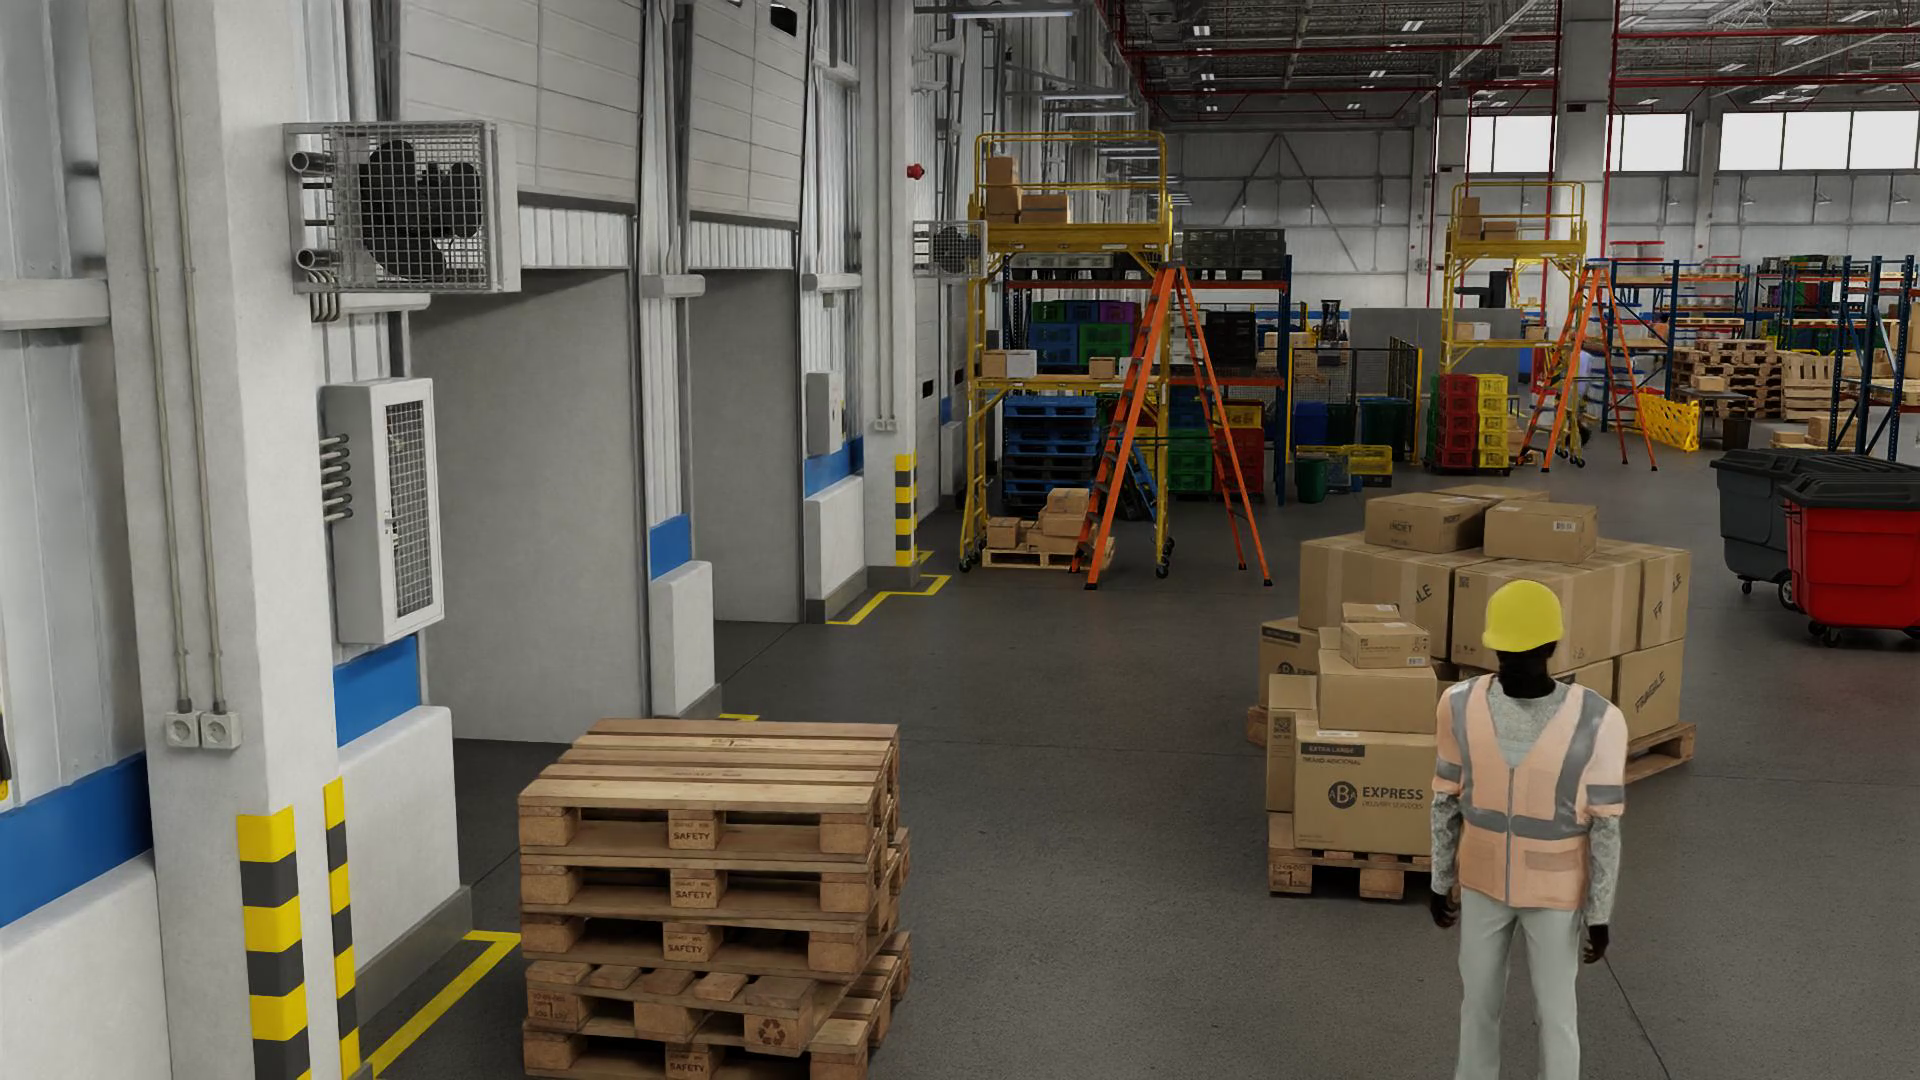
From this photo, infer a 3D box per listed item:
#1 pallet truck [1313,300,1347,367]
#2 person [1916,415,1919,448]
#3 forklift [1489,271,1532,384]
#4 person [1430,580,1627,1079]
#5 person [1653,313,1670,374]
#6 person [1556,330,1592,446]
[{"bbox_3d":[11.159,-6.200,49.718,0.823,1.965,1.885,4,10,26],"label":"pallet truck"},{"bbox_3d":[15.580,-2.335,26.681,0.319,1.739,0.484,6,11,31],"label":"person"},{"bbox_3d":[13.422,-5.322,41.591,1.873,2.768,1.129,1,9,9],"label":"forklift"},{"bbox_3d":[1.730,1.064,5.170,0.588,1.918,0.399,7,11,35],"label":"person"},{"bbox_3d":[19.336,-5.404,45.781,0.548,1.680,0.547,6,11,33],"label":"person"},{"bbox_3d":[9.920,-2.430,26.743,0.548,1.909,0.753,-4,10,-21],"label":"person"}]
